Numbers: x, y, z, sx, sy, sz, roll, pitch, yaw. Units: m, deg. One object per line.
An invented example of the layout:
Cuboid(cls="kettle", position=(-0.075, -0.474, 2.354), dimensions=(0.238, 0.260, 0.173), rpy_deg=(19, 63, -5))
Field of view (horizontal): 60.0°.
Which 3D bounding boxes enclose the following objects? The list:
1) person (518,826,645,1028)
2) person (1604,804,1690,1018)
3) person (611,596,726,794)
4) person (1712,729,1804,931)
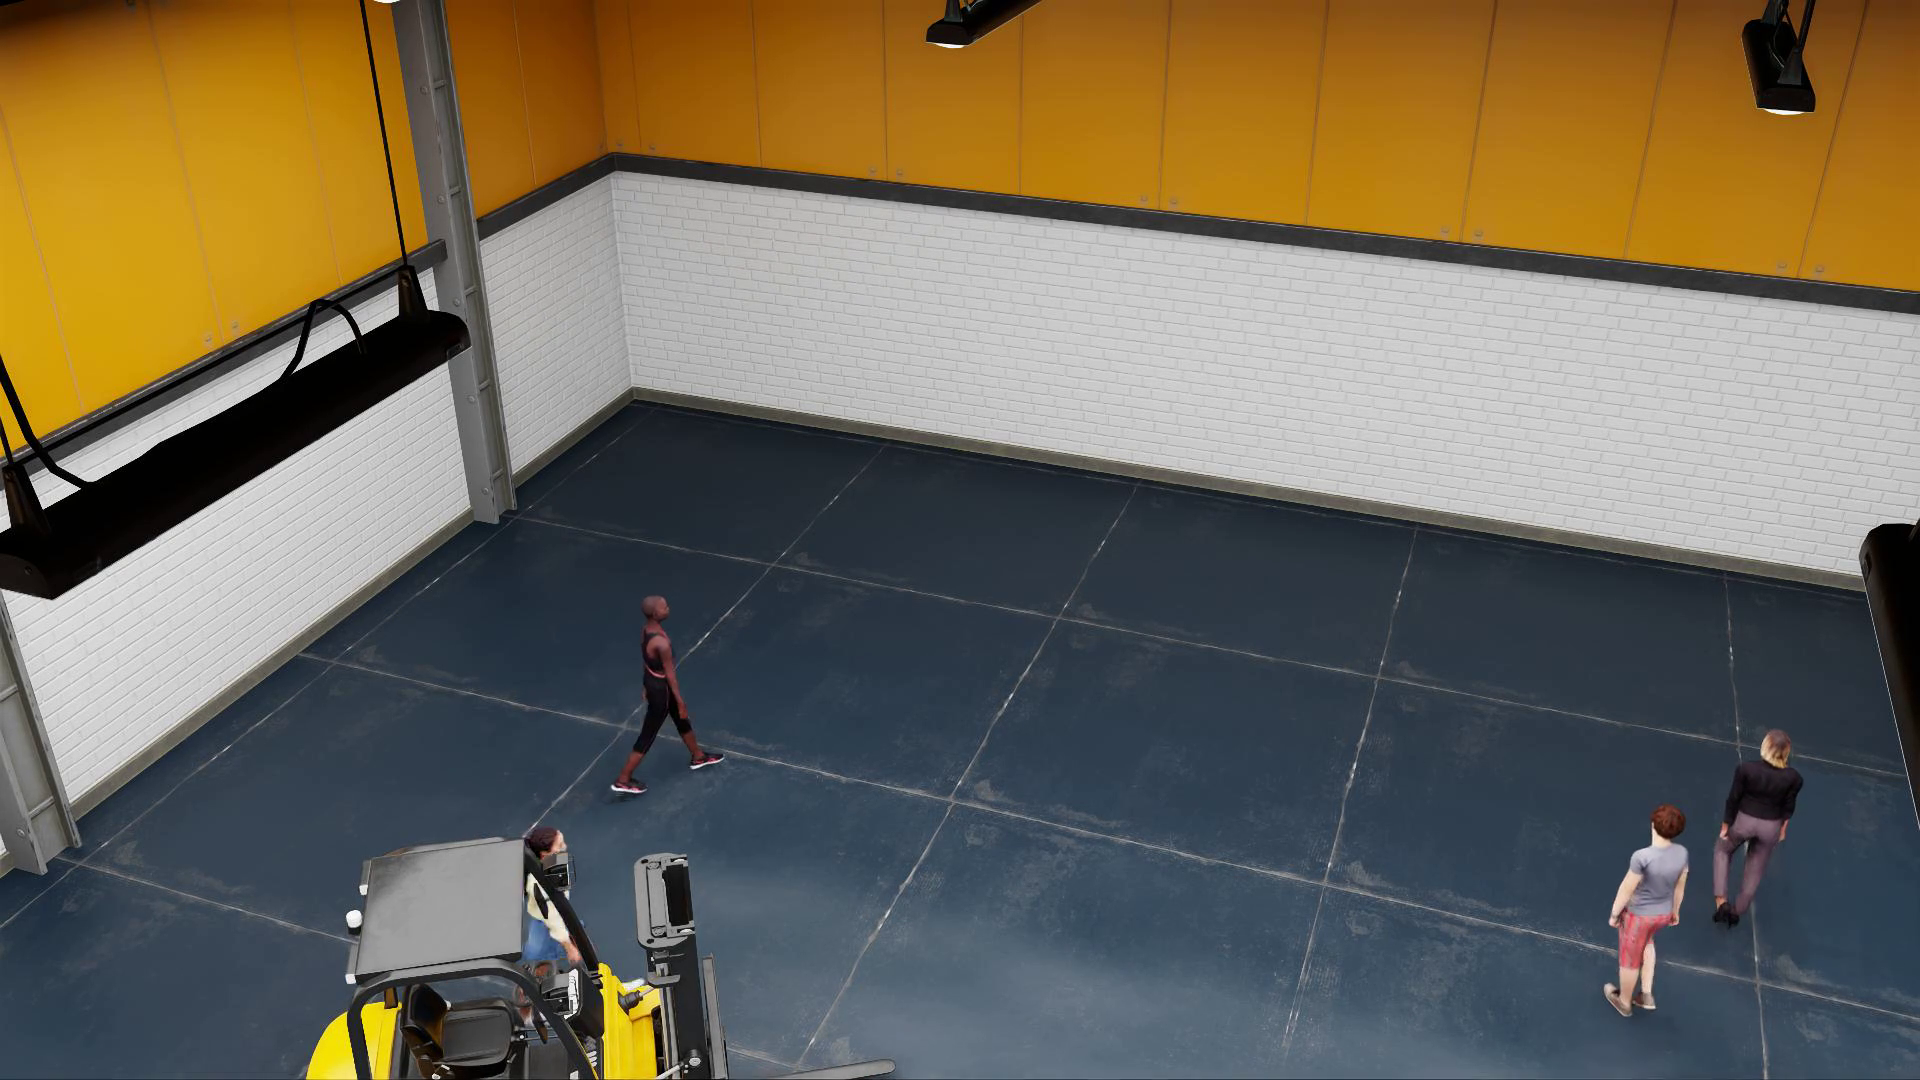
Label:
Cuboid(cls="person", position=(-2.754, 2.563, 10.842), dimensions=(1.071, 1.581, 1.142), rpy_deg=(-5, 29, -9))
Cuboid(cls="person", position=(4.542, 2.510, 10.883), dimensions=(0.763, 1.635, 0.827), rpy_deg=(-5, 29, -8))
Cuboid(cls="person", position=(-2.455, 1.252, 13.110), dimensions=(1.235, 1.711, 1.140), rpy_deg=(-14, 32, -24))
Cuboid(cls="person", position=(5.555, 2.090, 11.622), dimensions=(0.592, 1.665, 0.609), rpy_deg=(10, 30, 18))
